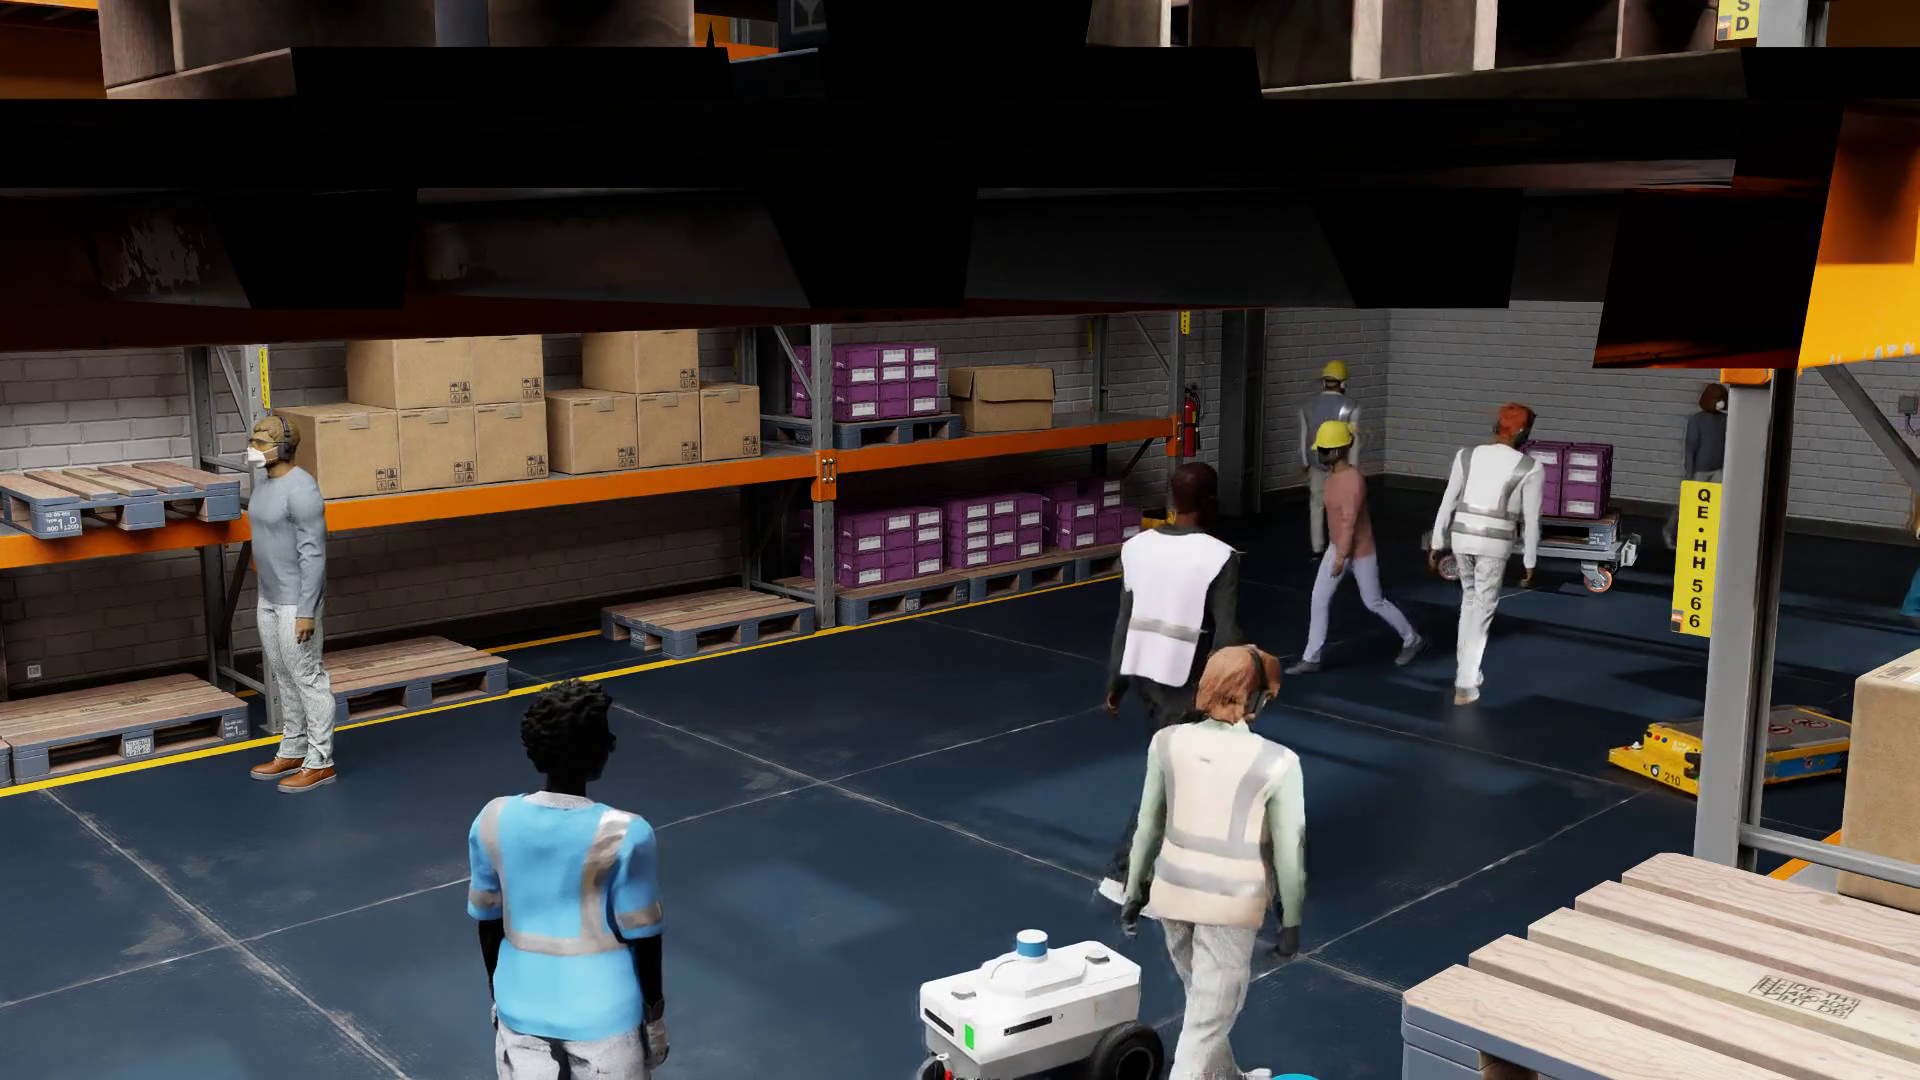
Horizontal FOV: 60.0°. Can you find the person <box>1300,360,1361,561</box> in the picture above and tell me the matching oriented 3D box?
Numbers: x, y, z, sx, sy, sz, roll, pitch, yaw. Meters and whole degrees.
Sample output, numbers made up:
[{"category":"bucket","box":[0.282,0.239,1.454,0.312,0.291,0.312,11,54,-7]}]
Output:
[{"category":"person","box":[3.356,-0.714,15.003,0.603,1.810,0.601,6,12,33]}]

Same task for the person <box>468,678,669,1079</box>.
[{"category":"person","box":[-0.972,1.184,4.200,0.538,1.698,0.320,3,10,19]}]

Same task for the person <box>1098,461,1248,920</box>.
[{"category":"person","box":[0.871,0.614,7.069,0.641,1.875,0.904,9,13,44]}]

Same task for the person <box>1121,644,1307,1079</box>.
[{"category":"person","box":[0.730,1.111,4.956,0.553,1.594,0.879,8,13,40]}]

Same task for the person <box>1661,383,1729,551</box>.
[{"category":"person","box":[6.764,-0.640,15.162,0.509,1.606,0.754,-3,10,-17]}]

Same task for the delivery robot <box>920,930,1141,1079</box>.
[{"category":"delivery robot","box":[0.231,1.507,5.384,0.707,0.478,0.477,-6,11,-31]}]

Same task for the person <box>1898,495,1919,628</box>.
[{"category":"person","box":[7.176,-0.176,11.884,0.592,1.794,0.977,-5,11,-26]}]

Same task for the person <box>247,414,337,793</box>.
[{"category":"person","box":[-3.459,0.320,8.563,0.372,1.940,0.629,-9,14,-44]}]

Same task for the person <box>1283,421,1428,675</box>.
[{"category":"person","box":[2.633,0.051,10.869,0.938,1.694,0.504,-3,10,-17]}]

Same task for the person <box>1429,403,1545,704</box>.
[{"category":"person","box":[3.273,0.074,10.314,0.608,1.831,0.741,9,13,42]}]

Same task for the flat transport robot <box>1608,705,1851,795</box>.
[{"category":"flat transport robot","box":[4.248,1.105,8.846,1.431,0.197,0.652,-4,10,-22]}]
